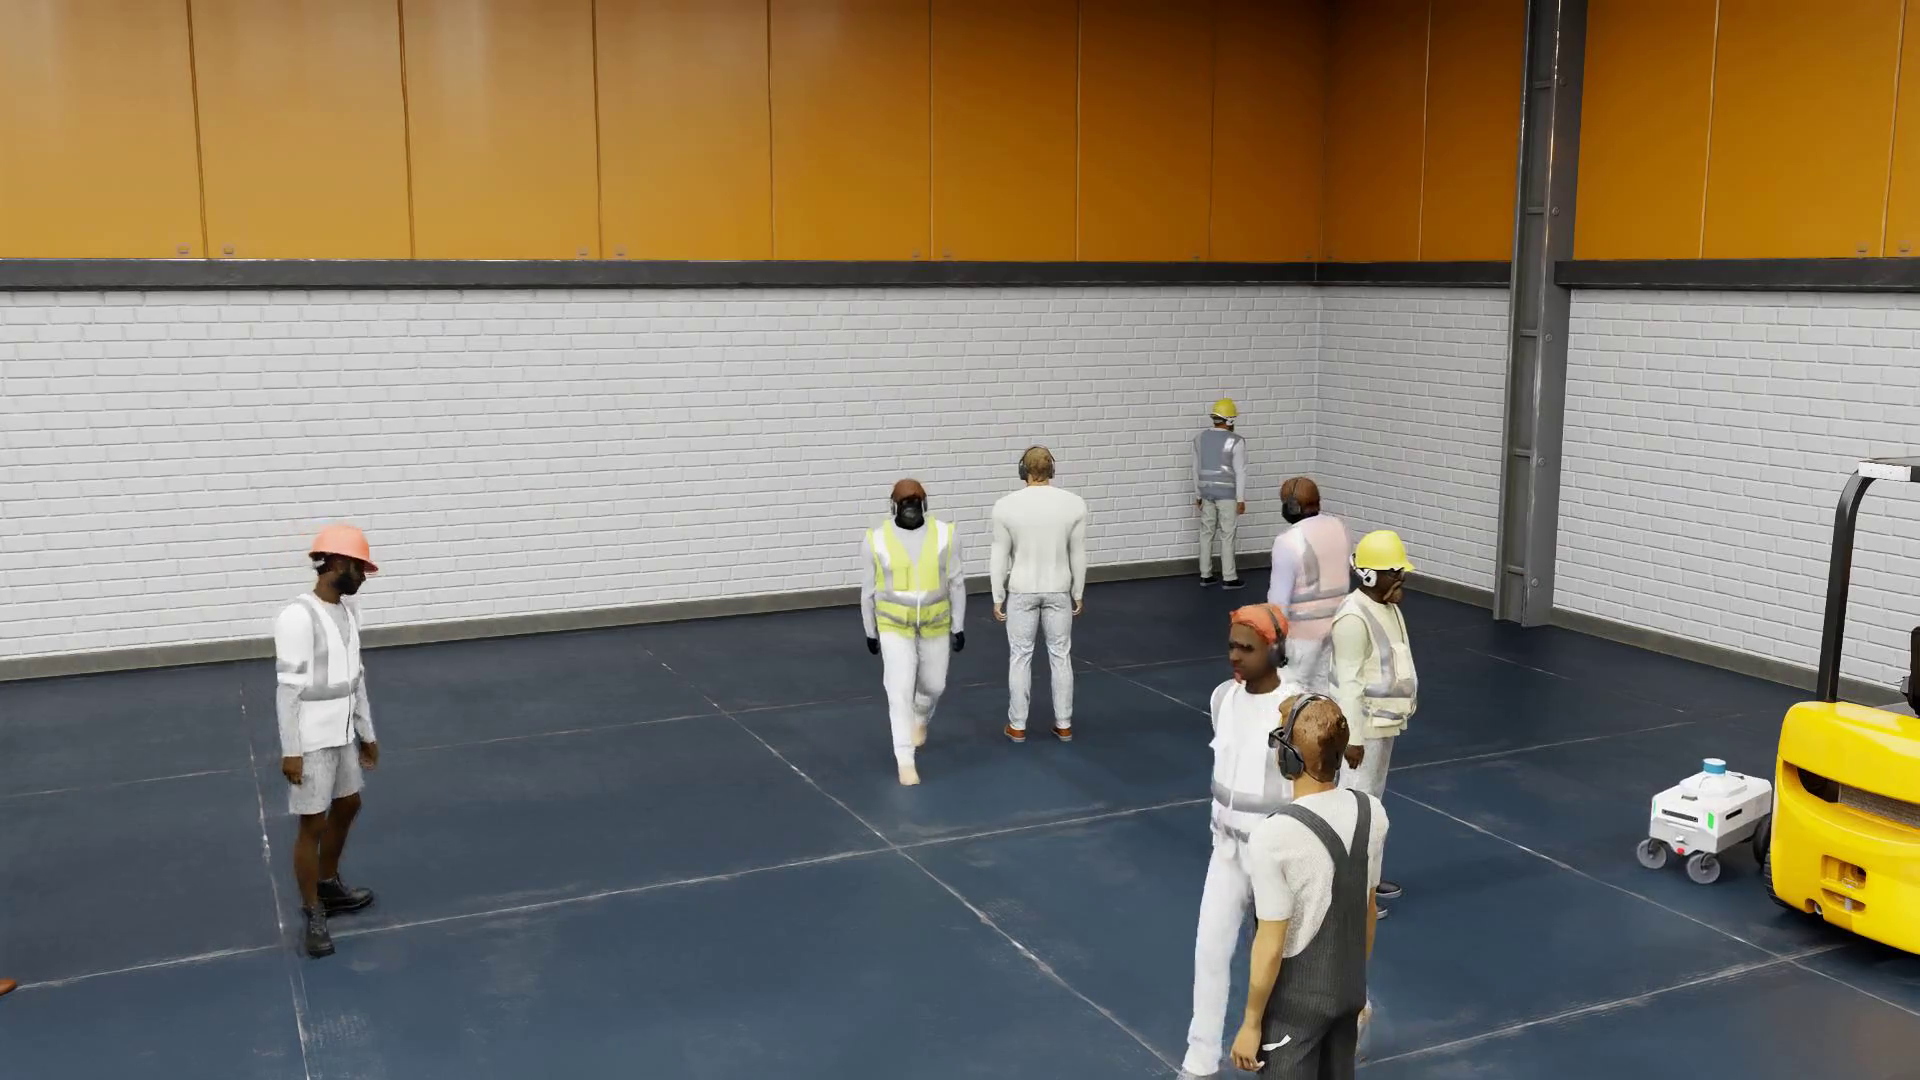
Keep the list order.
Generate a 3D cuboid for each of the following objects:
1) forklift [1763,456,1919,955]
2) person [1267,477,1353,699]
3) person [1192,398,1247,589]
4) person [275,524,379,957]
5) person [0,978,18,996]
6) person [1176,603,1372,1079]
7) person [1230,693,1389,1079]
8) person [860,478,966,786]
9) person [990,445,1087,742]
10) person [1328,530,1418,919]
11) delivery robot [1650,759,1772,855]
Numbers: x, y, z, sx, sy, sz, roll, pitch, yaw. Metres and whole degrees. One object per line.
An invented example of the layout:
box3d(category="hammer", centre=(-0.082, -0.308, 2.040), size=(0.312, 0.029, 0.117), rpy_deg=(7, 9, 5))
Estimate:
box3d(category="forklift", centre=(4.857, 0.731, 7.561), size=(2.313, 2.155, 1.214), rpy_deg=(-4, 10, -25))
box3d(category="person", centre=(2.066, 0.534, 9.946), size=(0.662, 1.825, 0.464), rpy_deg=(-7, 12, -38))
box3d(category="person", centre=(2.508, -0.446, 15.975), size=(0.404, 1.833, 0.591), rpy_deg=(-9, 13, -44))
box3d(category="person", centre=(-2.873, 0.890, 7.542), size=(0.408, 1.892, 0.676), rpy_deg=(2, 9, 11))
box3d(category="person", centre=(-4.287, 0.984, 6.882), size=(0.642, 1.909, 0.399), rpy_deg=(4, 10, 25))
box3d(category="person", centre=(1.150, 1.136, 6.136), size=(0.910, 1.856, 0.576), rpy_deg=(-7, 11, -36))
box3d(category="person", centre=(1.000, 1.344, 4.836), size=(0.507, 1.846, 0.345), rpy_deg=(-7, 11, -37))
box3d(category="person", centre=(-0.290, 0.509, 10.117), size=(0.626, 1.820, 0.819), rpy_deg=(-2, 9, -11))
box3d(category="person", centre=(0.506, 0.351, 10.754), size=(0.632, 1.933, 0.371), rpy_deg=(-1, 9, -5))
box3d(category="person", centre=(1.959, 0.856, 7.899), size=(0.404, 1.830, 0.601), rpy_deg=(5, 10, 29))
box3d(category="delivery robot", centre=(3.821, 1.357, 8.457), size=(0.707, 0.478, 0.477), rpy_deg=(-8, 12, -41))
